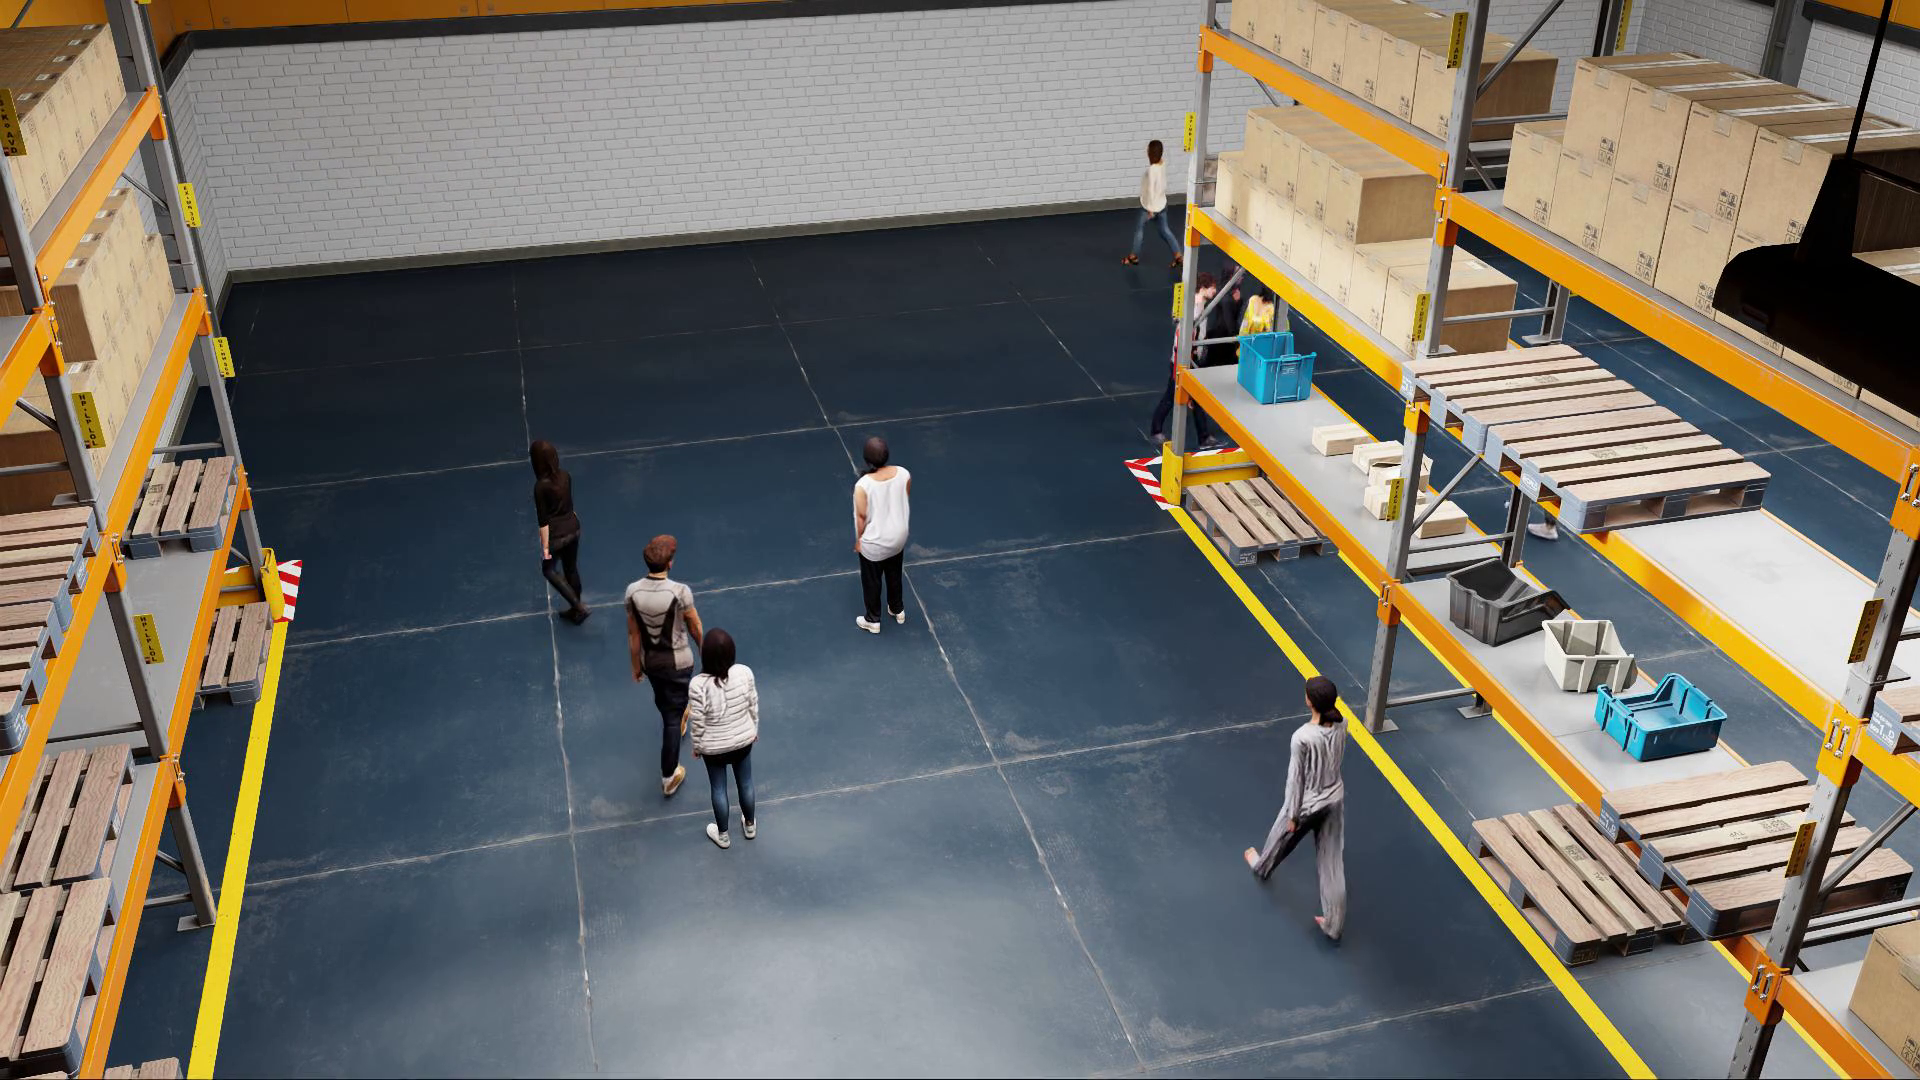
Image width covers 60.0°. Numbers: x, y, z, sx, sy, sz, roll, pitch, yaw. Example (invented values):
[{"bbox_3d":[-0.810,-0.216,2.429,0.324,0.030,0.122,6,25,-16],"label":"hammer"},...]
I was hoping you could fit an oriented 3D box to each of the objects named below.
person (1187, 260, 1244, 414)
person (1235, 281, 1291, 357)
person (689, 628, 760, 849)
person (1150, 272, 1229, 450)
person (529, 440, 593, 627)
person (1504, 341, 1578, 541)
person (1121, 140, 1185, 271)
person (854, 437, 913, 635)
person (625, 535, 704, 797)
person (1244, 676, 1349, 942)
[{"bbox_3d":[2.583,-2.008,16.842,1.183,1.674,1.122,15,32,25],"label":"person"},{"bbox_3d":[2.951,-1.849,16.606,1.008,1.621,1.046,-21,35,-34],"label":"person"},{"bbox_3d":[-1.528,1.282,10.848,0.657,1.638,0.611,-13,31,-23],"label":"person"},{"bbox_3d":[2.140,-1.743,16.228,1.164,1.797,1.130,14,31,23],"label":"person"},{"bbox_3d":[-3.116,-0.012,13.234,0.864,1.625,0.800,18,33,29],"label":"person"},{"bbox_3d":[5.255,-0.839,14.550,0.933,1.817,1.018,-24,37,-37],"label":"person"},{"bbox_3d":[2.517,-4.158,20.820,1.137,1.638,1.061,16,33,27],"label":"person"},{"bbox_3d":[-0.643,-0.059,13.254,0.732,1.688,0.721,-18,34,-30],"label":"person"},{"bbox_3d":[-2.019,0.900,11.335,0.978,1.842,1.225,5,29,9],"label":"person"},{"bbox_3d":[2.212,1.657,10.075,0.708,1.721,1.136,-11,31,-20],"label":"person"}]
